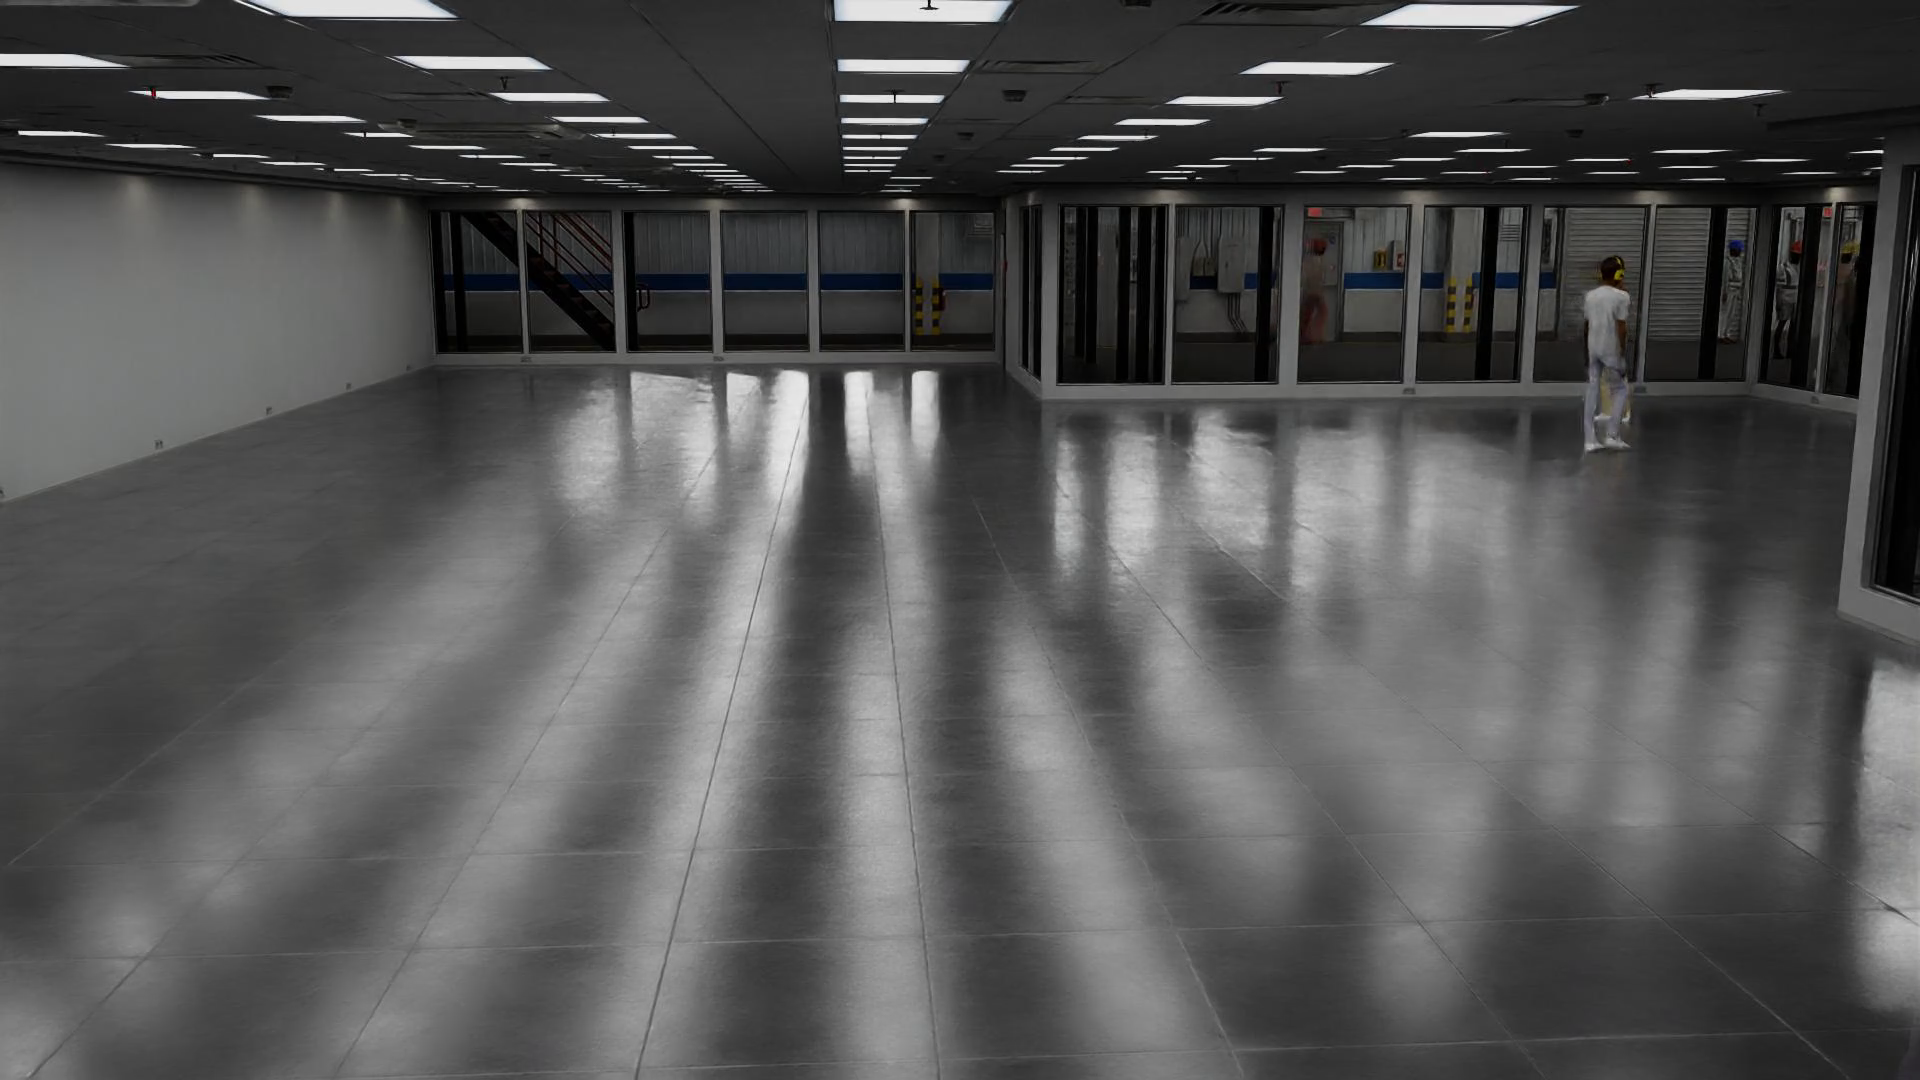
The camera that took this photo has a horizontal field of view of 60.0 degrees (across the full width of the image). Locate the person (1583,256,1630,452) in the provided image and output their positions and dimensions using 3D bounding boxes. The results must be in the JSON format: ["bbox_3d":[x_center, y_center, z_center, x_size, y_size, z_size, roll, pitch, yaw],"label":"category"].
[{"bbox_3d":[6.196,-1.758,15.810,0.641,1.853,0.554,-7,13,-33],"label":"person"}]

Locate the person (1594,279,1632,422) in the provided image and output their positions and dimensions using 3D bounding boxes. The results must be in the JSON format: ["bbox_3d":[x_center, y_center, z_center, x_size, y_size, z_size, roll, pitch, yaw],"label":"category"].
[{"bbox_3d":[7.214,-2.091,18.287,0.480,1.605,0.528,1,11,6],"label":"person"}]
